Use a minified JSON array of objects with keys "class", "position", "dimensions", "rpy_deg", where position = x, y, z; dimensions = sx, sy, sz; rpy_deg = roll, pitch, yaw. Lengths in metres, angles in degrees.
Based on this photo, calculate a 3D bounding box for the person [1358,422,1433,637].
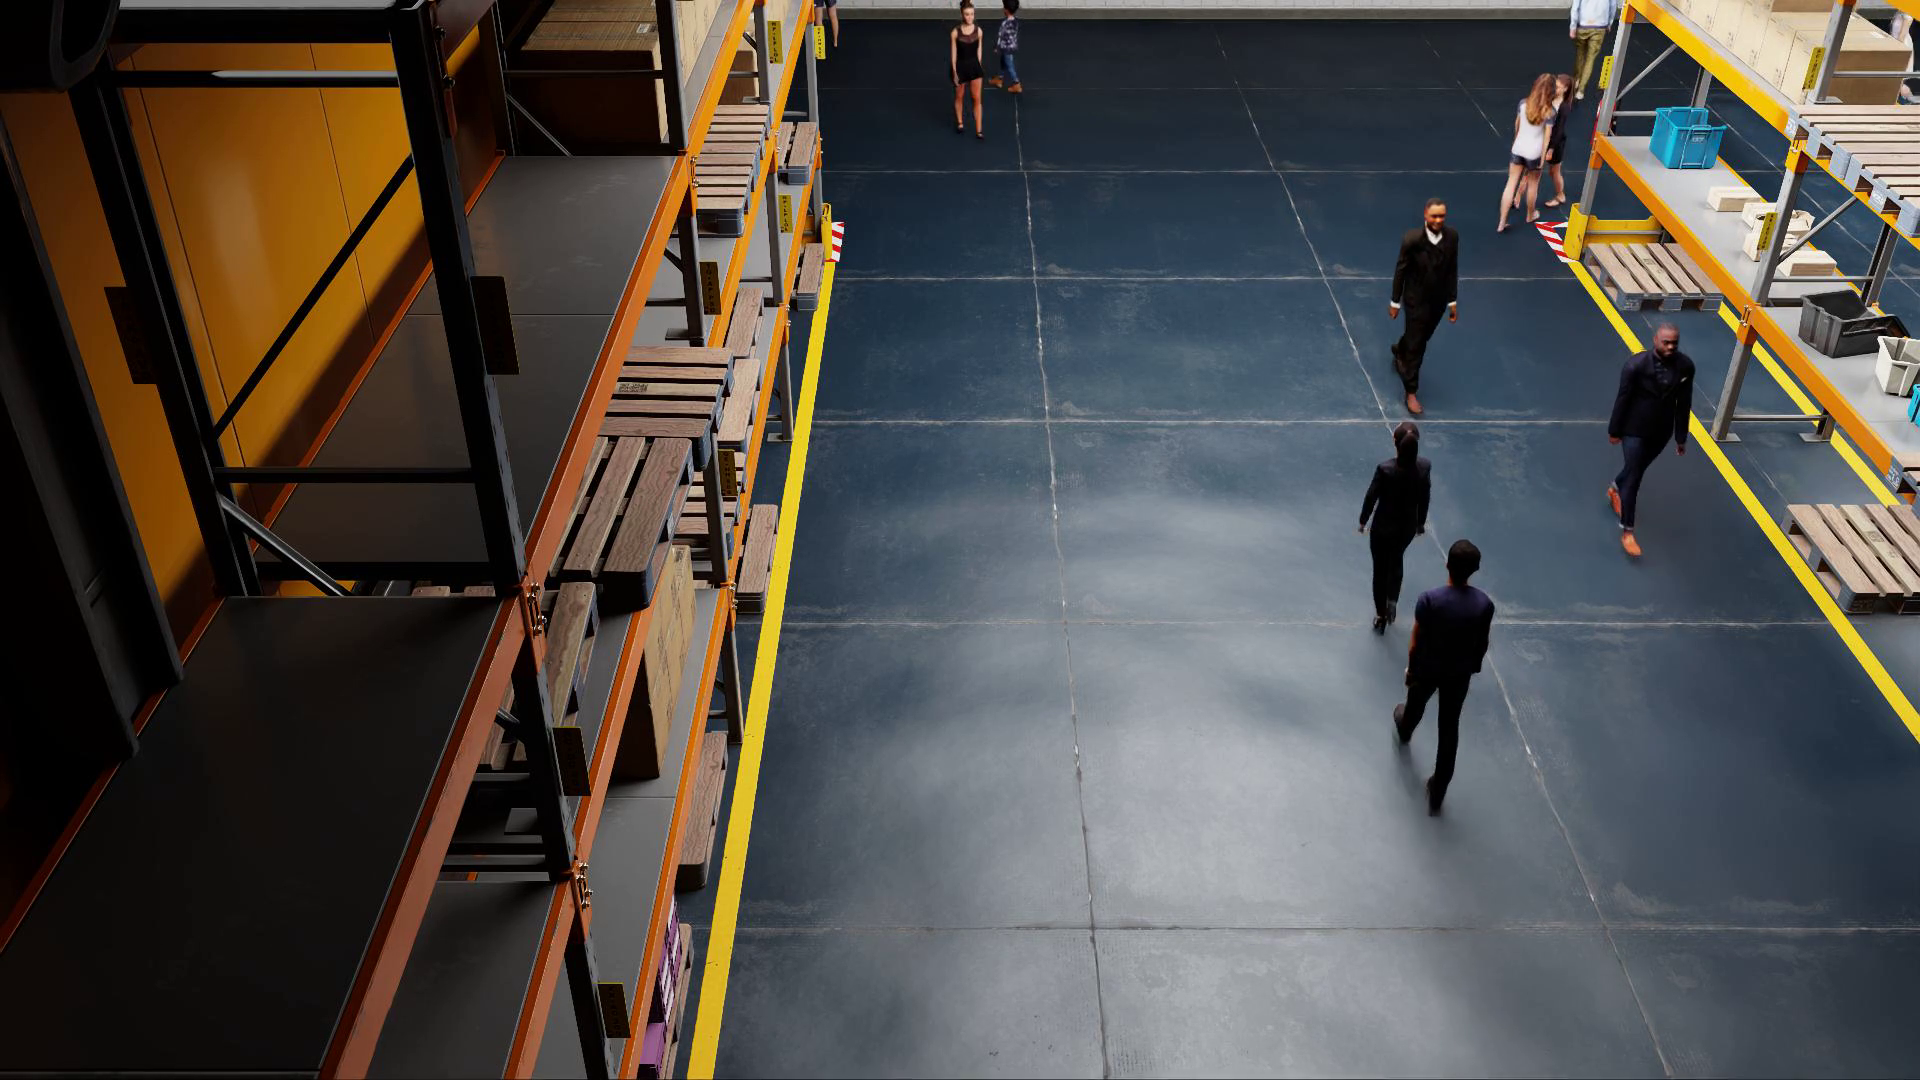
[{"class":"person","position":[3.064,-0.028,11.641],"dimensions":[0.641,1.700,0.606],"rpy_deg":[-4,34,-7]}]

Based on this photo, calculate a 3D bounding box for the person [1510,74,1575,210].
[{"class":"person","position":[6.562,-4.357,18.318],"dimensions":[0.905,1.517,1.065],"rpy_deg":[-14,36,-20]}]

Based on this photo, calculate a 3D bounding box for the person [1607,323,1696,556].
[{"class":"person","position":[5.276,-0.871,12.839],"dimensions":[0.749,1.778,1.173],"rpy_deg":[-2,34,-4]}]

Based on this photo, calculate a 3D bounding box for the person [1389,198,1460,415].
[{"class":"person","position":[4.065,-2.142,14.668],"dimensions":[0.852,1.870,1.325],"rpy_deg":[-6,34,-9]}]

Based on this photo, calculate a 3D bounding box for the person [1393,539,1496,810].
[{"class":"person","position":[3.001,0.868,10.259],"dimensions":[0.712,1.738,1.119],"rpy_deg":[2,34,3]}]

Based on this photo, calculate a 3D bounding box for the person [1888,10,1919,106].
[{"class":"person","position":[11.577,-5.932,20.477],"dimensions":[0.824,1.751,1.019],"rpy_deg":[11,35,16]}]

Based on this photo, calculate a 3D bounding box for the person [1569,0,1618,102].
[{"class":"person","position":[8.098,-6.523,21.352],"dimensions":[1.028,1.767,1.303],"rpy_deg":[15,36,21]}]

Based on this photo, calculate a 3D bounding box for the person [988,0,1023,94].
[{"class":"person","position":[0.652,-6.454,21.735],"dimensions":[0.797,1.228,0.820],"rpy_deg":[19,38,26]}]

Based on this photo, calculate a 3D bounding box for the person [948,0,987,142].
[{"class":"person","position":[0.051,-5.754,20.303],"dimensions":[0.701,1.647,1.013],"rpy_deg":[-5,34,-8]}]

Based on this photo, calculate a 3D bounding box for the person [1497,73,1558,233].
[{"class":"person","position":[6.034,-4.115,17.792],"dimensions":[0.941,1.698,1.020],"rpy_deg":[25,41,32]}]

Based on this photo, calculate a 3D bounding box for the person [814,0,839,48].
[{"class":"person","position":[-1.915,-7.696,23.297],"dimensions":[0.641,1.567,0.652],"rpy_deg":[-15,36,-21]}]
